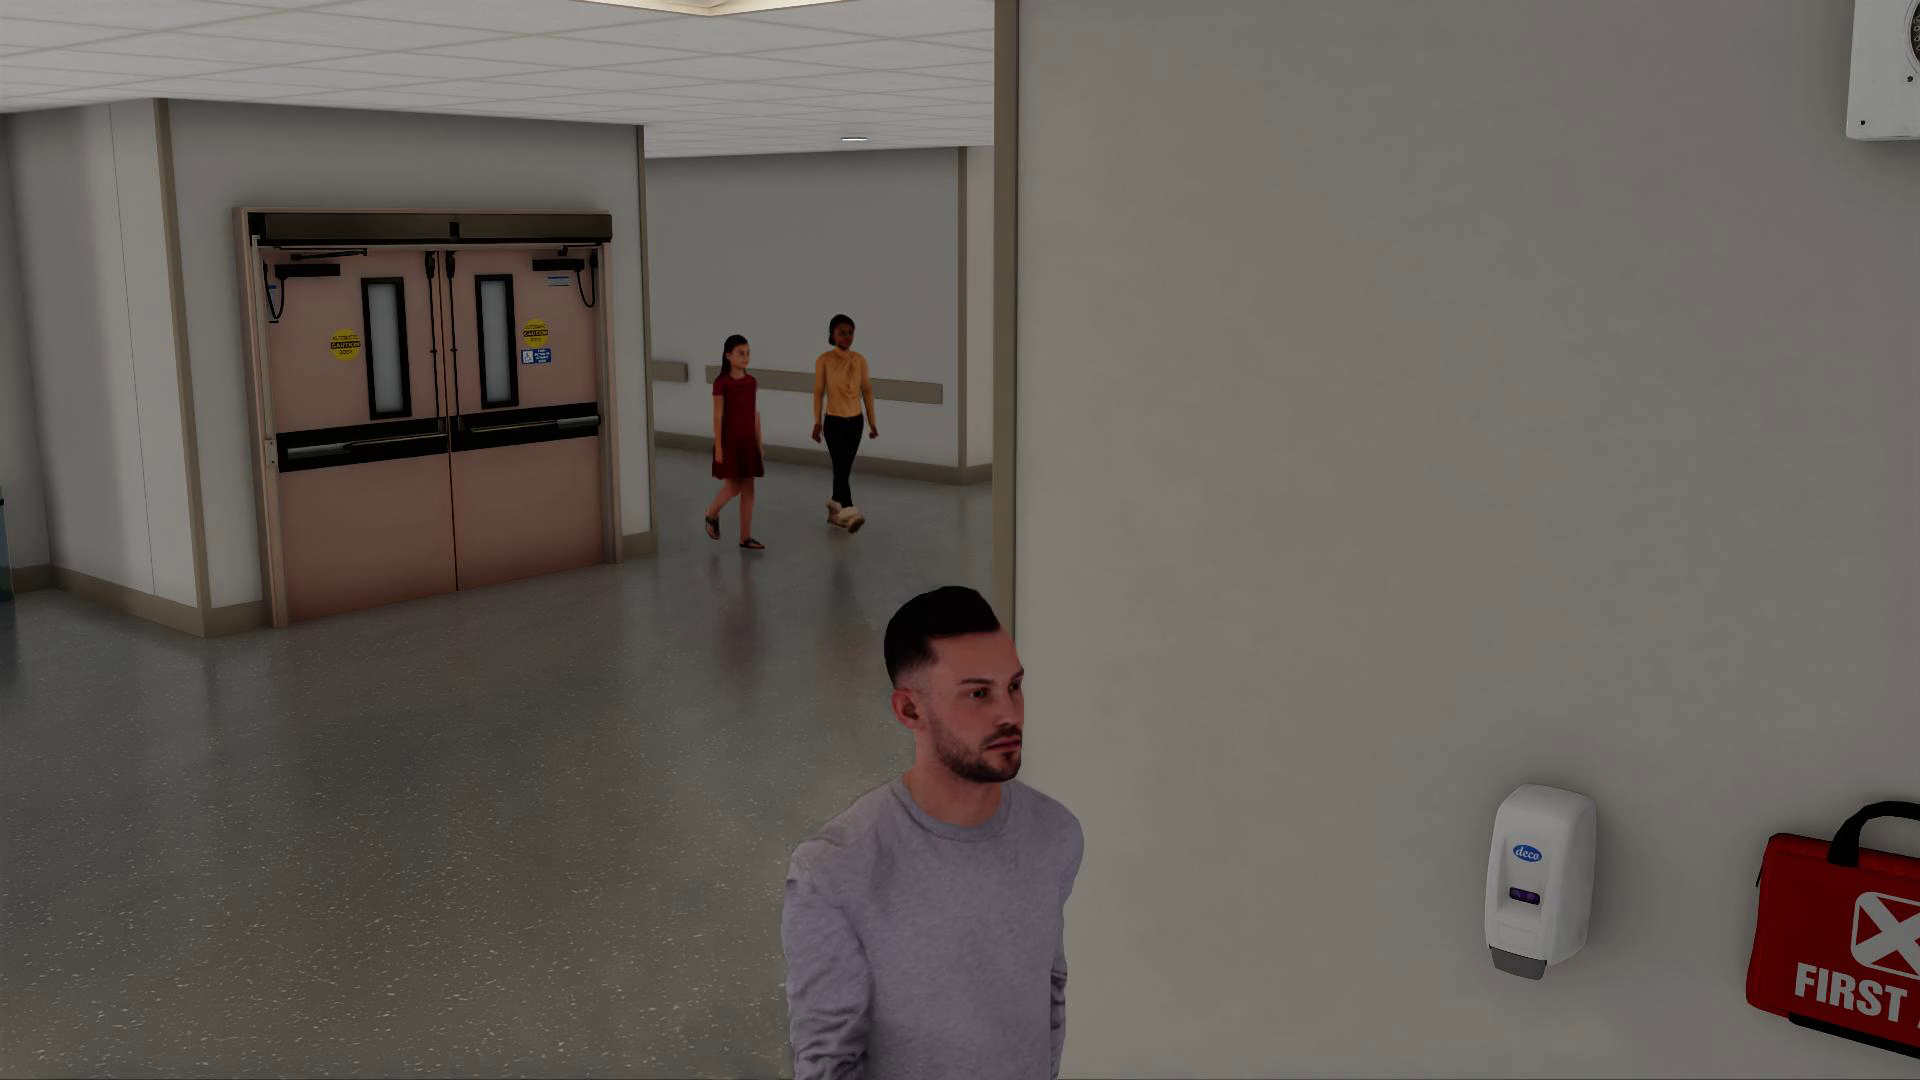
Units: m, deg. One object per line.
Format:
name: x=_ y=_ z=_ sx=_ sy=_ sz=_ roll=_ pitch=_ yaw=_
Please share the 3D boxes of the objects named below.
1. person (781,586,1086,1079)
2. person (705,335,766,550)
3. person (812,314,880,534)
person: x=-0.096 y=0.972 z=2.504 sx=1.217 sy=1.784 sz=1.020 roll=-6 pitch=12 yaw=-30
person: x=-1.646 y=-0.701 z=11.978 sx=0.629 sy=1.540 sz=0.727 roll=10 pitch=15 yaw=43
person: x=-0.927 y=-0.884 z=12.686 sx=1.043 sy=1.635 sz=0.918 roll=-6 pitch=12 yaw=-28
